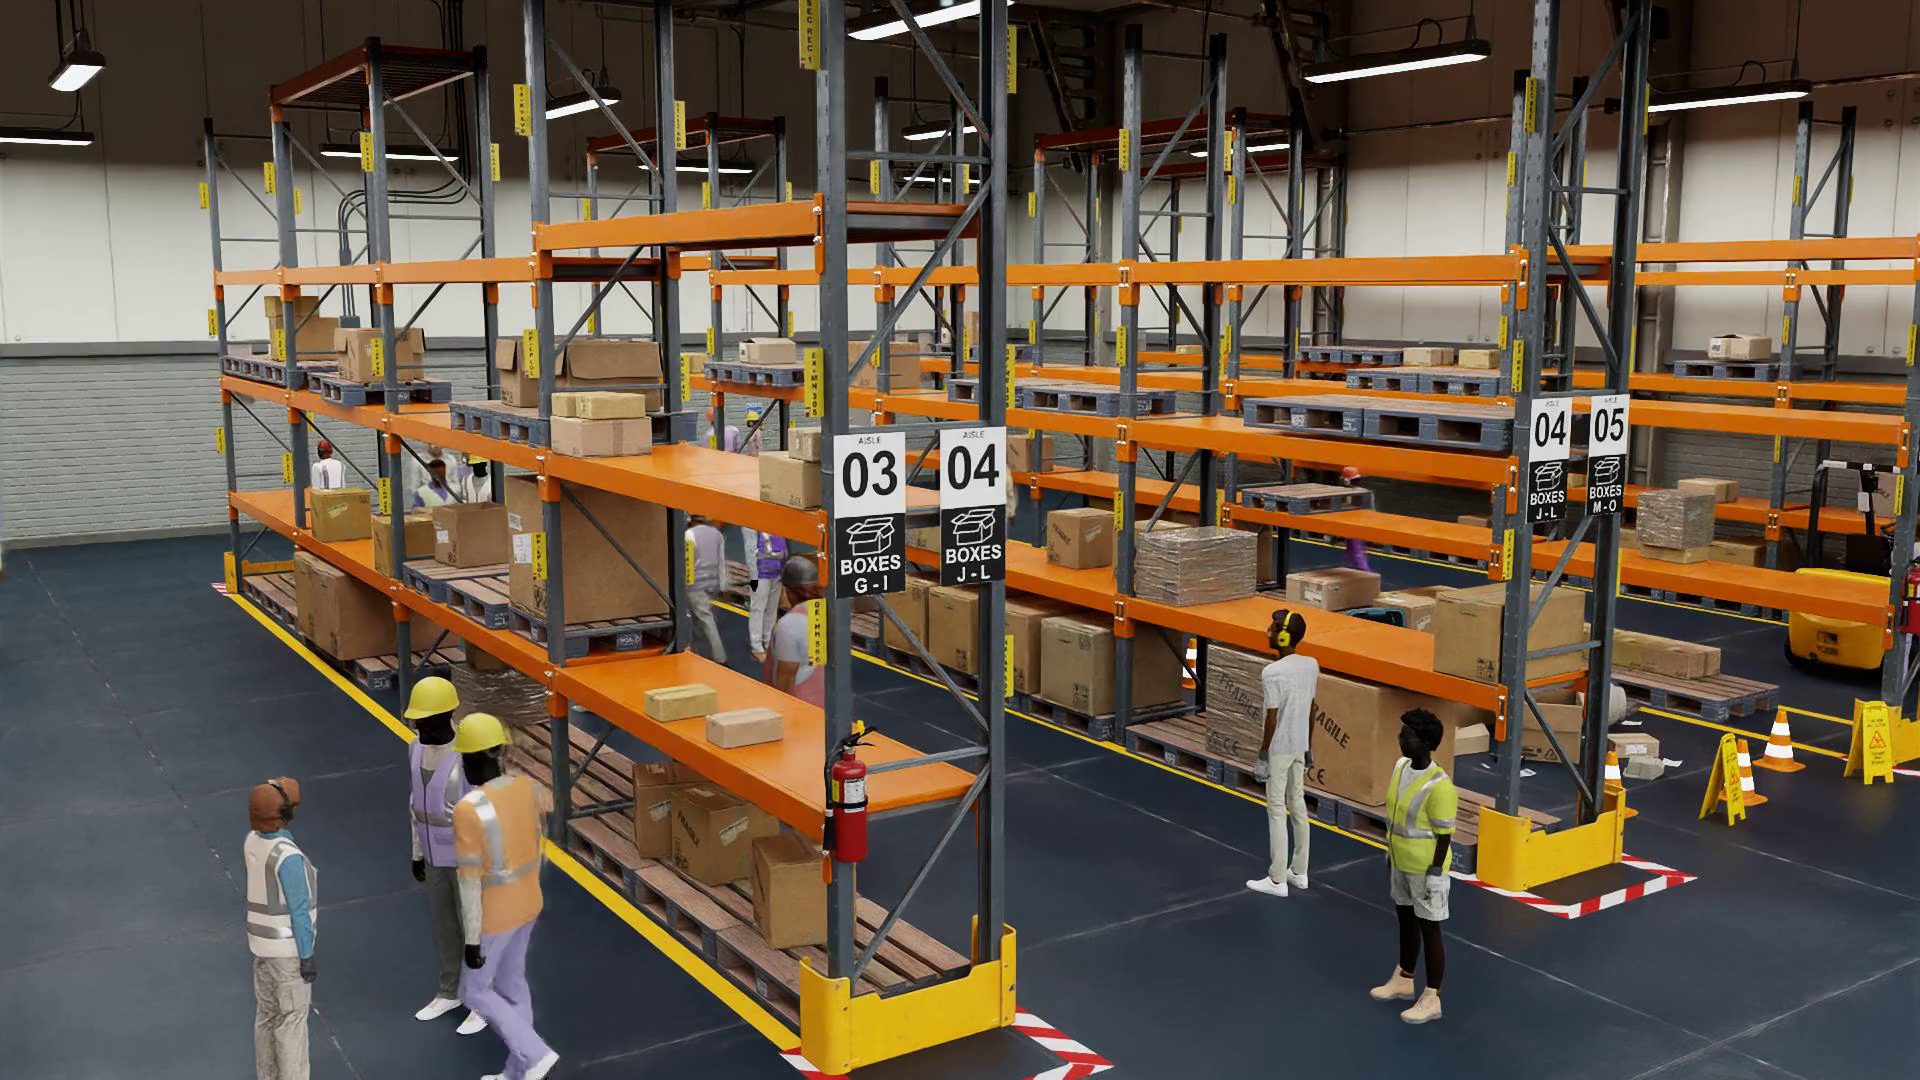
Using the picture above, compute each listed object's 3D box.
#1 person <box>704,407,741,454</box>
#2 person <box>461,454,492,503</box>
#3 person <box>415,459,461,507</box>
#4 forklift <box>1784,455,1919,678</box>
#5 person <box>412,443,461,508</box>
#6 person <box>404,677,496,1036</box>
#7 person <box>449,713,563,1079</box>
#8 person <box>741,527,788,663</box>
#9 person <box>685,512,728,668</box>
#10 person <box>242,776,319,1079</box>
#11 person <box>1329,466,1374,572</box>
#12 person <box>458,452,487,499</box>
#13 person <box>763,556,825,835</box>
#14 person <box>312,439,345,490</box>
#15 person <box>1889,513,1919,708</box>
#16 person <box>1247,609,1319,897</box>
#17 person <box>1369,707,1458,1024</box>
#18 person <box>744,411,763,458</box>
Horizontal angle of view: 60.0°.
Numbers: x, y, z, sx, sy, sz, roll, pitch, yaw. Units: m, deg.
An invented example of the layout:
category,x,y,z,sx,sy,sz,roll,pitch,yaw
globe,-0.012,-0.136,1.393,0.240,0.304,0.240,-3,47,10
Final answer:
category,x,y,z,sx,sy,sz,roll,pitch,yaw
person,-3.946,-1.222,27.701,0.695,1.986,0.453,-5,10,-31
person,-6.054,-0.203,21.088,0.590,1.927,0.367,1,9,10
person,-6.344,-0.058,20.236,0.705,1.898,0.599,7,11,39
forklift,9.643,0.253,17.172,2.313,2.155,1.214,-6,10,-33
person,-7.419,-0.567,23.603,0.668,1.894,0.428,-4,10,-26
person,-2.709,1.652,8.788,0.585,1.918,0.410,6,10,34
person,-2.208,1.776,7.988,0.540,1.901,0.640,3,9,19
person,-2.035,0.365,17.618,0.429,1.837,0.621,4,10,26
person,-2.717,0.465,17.174,0.948,1.771,0.575,6,10,35
person,-3.195,1.925,7.859,0.522,1.645,0.306,8,12,43
person,4.999,-0.086,21.080,0.542,1.701,0.923,-7,11,-40
person,-7.164,-0.561,24.451,0.502,1.631,0.286,3,9,21
person,-1.158,1.114,11.947,0.537,2.000,0.687,5,10,30
person,-8.715,-0.457,22.974,0.347,1.878,0.579,4,9,22
person,8.958,0.665,15.581,0.514,1.843,0.327,2,9,15
person,2.098,1.369,10.795,0.531,1.876,0.317,-7,11,-39
person,2.455,1.735,8.949,0.321,1.697,0.530,-2,9,-15
person,-3.674,-1.412,29.677,0.326,1.767,0.533,-3,9,-21
